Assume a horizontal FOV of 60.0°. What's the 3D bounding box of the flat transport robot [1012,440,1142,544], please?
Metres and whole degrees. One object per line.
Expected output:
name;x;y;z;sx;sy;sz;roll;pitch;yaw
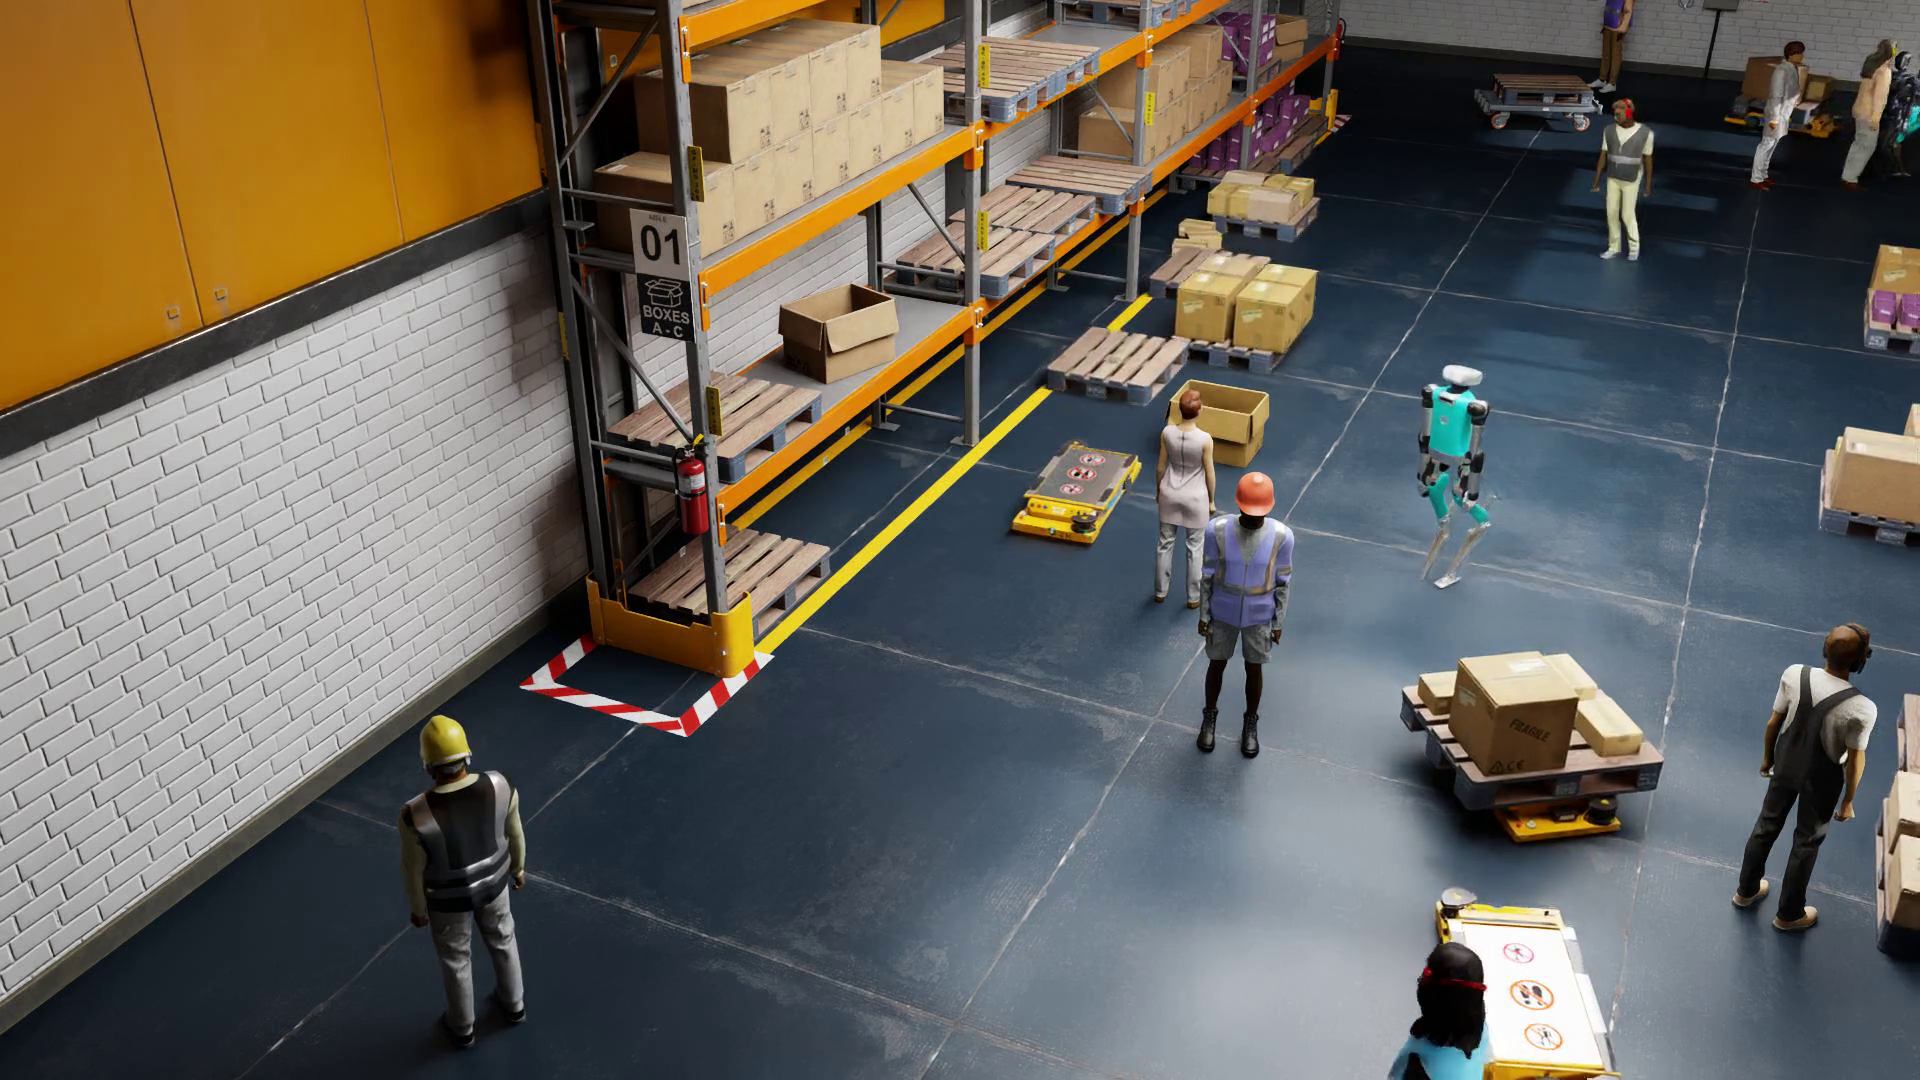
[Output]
flat transport robot;0.968;-0.405;13.479;0.659;0.231;1.431;10;30;19

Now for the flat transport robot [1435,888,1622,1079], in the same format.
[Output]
flat transport robot;2.852;2.325;8.417;0.659;0.231;1.431;3;28;5

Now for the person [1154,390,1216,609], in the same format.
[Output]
person;1.593;-0.289;11.794;0.446;1.661;0.285;13;31;22

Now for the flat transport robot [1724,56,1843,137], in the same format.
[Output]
flat transport robot;11.865;-6.060;23.964;1.431;0.231;0.659;22;35;35

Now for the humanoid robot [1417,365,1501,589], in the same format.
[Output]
humanoid robot;3.622;-0.427;12.038;0.691;1.854;0.555;-20;34;-32

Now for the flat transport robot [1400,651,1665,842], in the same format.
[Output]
flat transport robot;3.413;1.332;10.258;0.659;0.231;1.431;-5;29;-9

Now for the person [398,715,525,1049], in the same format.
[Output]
person;-2.381;1.650;8.039;0.598;1.818;0.403;-22;35;-35

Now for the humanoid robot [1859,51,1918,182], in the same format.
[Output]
humanoid robot;11.884;-5.431;21.314;0.333;1.644;0.609;-18;33;-30

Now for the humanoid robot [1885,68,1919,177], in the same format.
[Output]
humanoid robot;12.198;-5.482;21.389;0.674;1.832;0.538;-4;29;-8

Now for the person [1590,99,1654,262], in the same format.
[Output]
person;7.393;-4.009;18.542;0.445;1.805;0.606;-22;35;-35

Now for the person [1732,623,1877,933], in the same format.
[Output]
person;4.467;1.247;8.756;0.333;1.843;0.515;-18;33;-29

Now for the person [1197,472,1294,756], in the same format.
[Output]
person;1.724;0.452;10.148;0.543;1.931;0.373;5;29;9

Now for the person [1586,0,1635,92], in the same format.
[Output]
person;10.119;-7.912;25.648;0.407;1.932;0.531;-5;29;-10

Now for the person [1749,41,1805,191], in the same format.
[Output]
person;10.368;-5.373;21.045;0.365;1.834;0.503;23;36;36

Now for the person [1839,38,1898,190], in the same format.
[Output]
person;11.529;-5.397;21.075;0.395;1.845;0.668;2;28;4

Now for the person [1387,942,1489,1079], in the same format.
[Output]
person;1.757;2.402;6.618;0.501;1.840;0.652;23;36;36
